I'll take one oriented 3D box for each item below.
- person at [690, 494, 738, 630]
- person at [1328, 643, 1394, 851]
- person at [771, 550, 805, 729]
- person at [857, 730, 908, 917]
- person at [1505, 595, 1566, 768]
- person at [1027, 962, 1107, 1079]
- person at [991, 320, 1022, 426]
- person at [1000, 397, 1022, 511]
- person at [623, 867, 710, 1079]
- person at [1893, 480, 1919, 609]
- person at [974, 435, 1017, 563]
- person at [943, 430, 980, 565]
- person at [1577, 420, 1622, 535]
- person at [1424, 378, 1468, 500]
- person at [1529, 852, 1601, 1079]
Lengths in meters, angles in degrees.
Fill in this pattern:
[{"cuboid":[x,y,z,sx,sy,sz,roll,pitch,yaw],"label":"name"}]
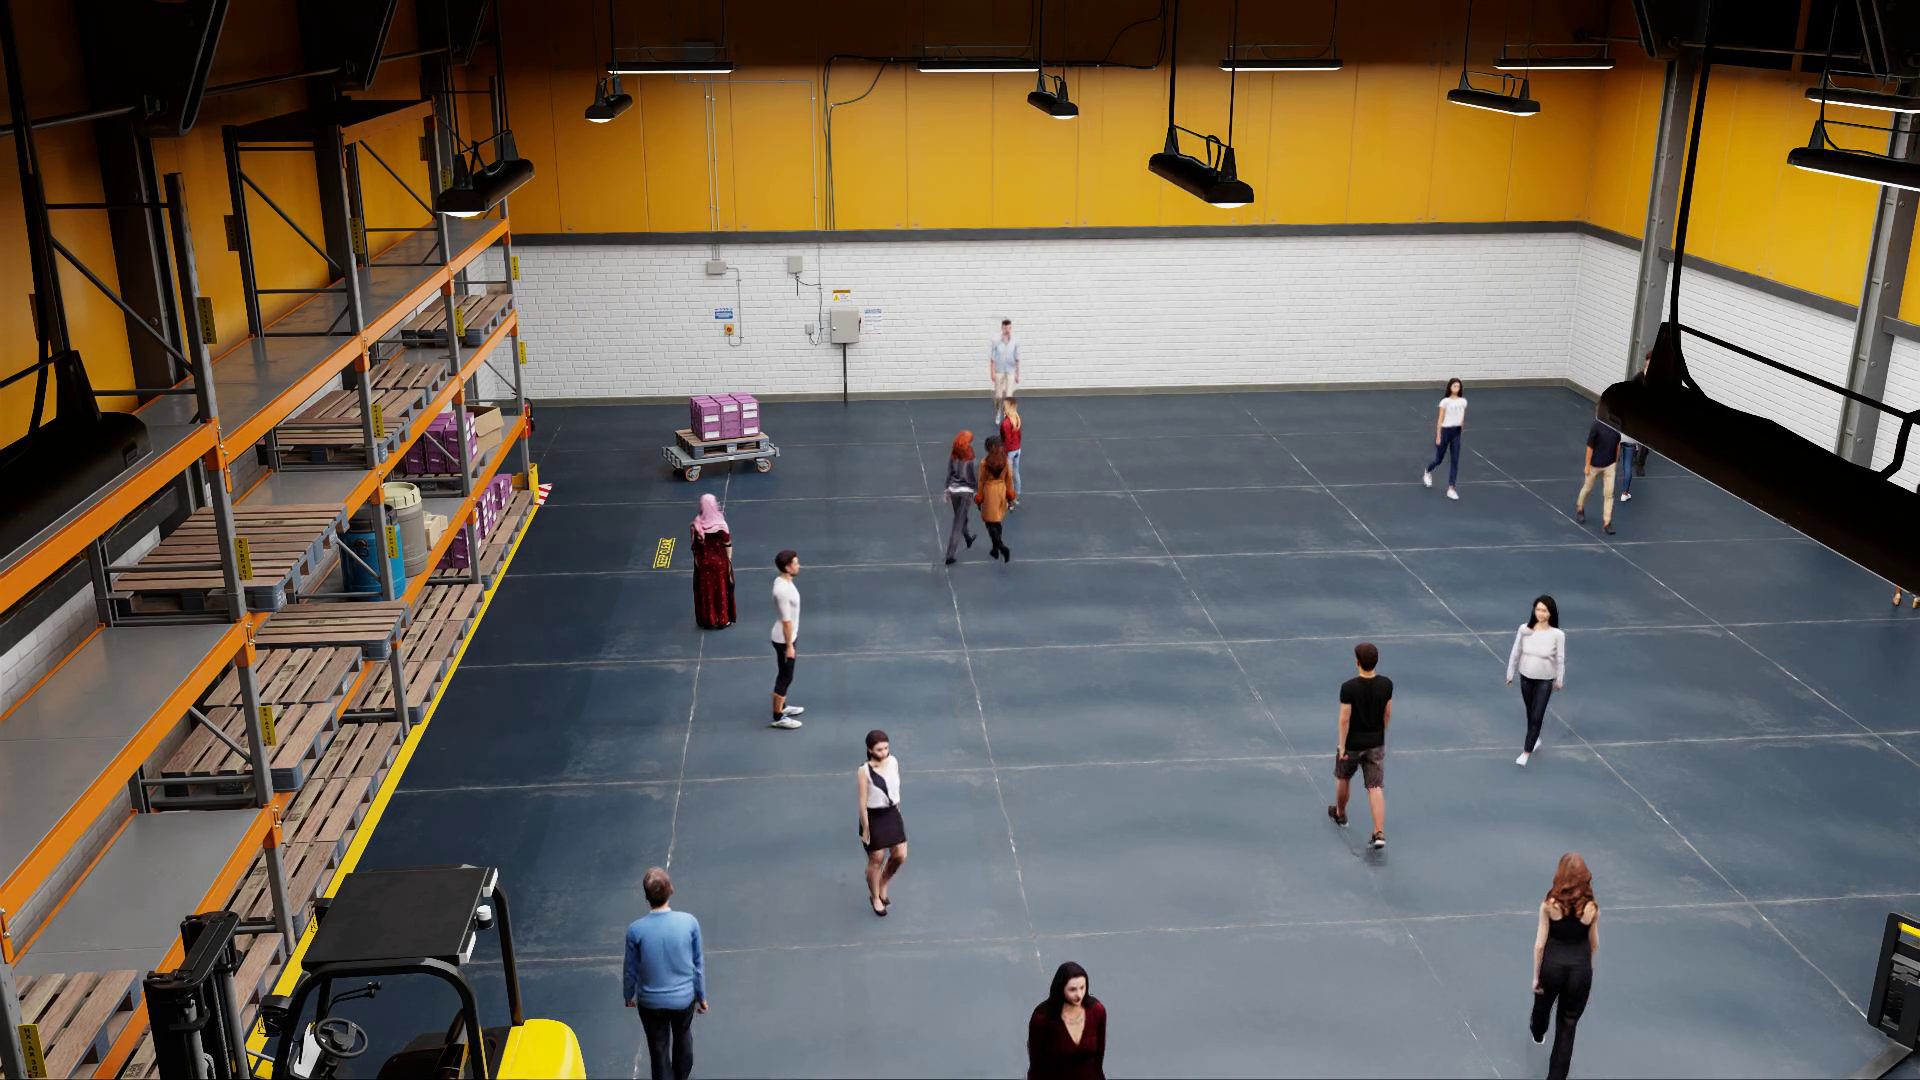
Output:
[{"cuboid":[-2.885,0.245,19.343,0.700,1.638,0.657,2,19,6],"label":"person"},{"cuboid":[3.534,1.796,14.421,0.649,1.840,1.152,-2,19,-5],"label":"person"},{"cuboid":[-1.776,0.985,16.824,0.728,1.844,0.493,-1,19,-3],"label":"person"},{"cuboid":[-0.691,2.256,13.376,0.681,1.637,0.722,-15,24,-37],"label":"person"},{"cuboid":[5.612,1.326,16.095,1.057,1.664,1.126,14,23,36],"label":"person"},{"cuboid":[0.605,3.291,10.139,0.735,1.740,0.945,-4,19,-12],"label":"person"},{"cuboid":[0.771,-2.839,28.197,0.643,1.832,0.611,-2,19,-5],"label":"person"},{"cuboid":[0.723,-1.259,23.815,0.746,1.634,0.651,11,21,29],"label":"person"},{"cuboid":[-1.900,3.025,10.847,0.810,1.792,1.027,-6,19,-16],"label":"person"},{"cuboid":[11.530,-0.010,20.021,0.633,1.690,0.688,14,23,36],"label":"person"},{"cuboid":[0.471,-0.484,21.396,0.949,1.709,1.139,-7,20,-19],"label":"person"},{"cuboid":[-0.024,-0.507,21.429,1.022,1.732,1.191,9,21,25],"label":"person"},{"cuboid":[8.790,-1.047,22.908,0.696,1.813,1.181,-1,19,-2],"label":"person"},{"cuboid":[7.130,-1.519,24.408,0.714,1.749,1.105,-4,19,-13],"label":"person"},{"cuboid":[4.051,2.979,11.139,0.835,1.695,1.179,5,19,15],"label":"person"}]
